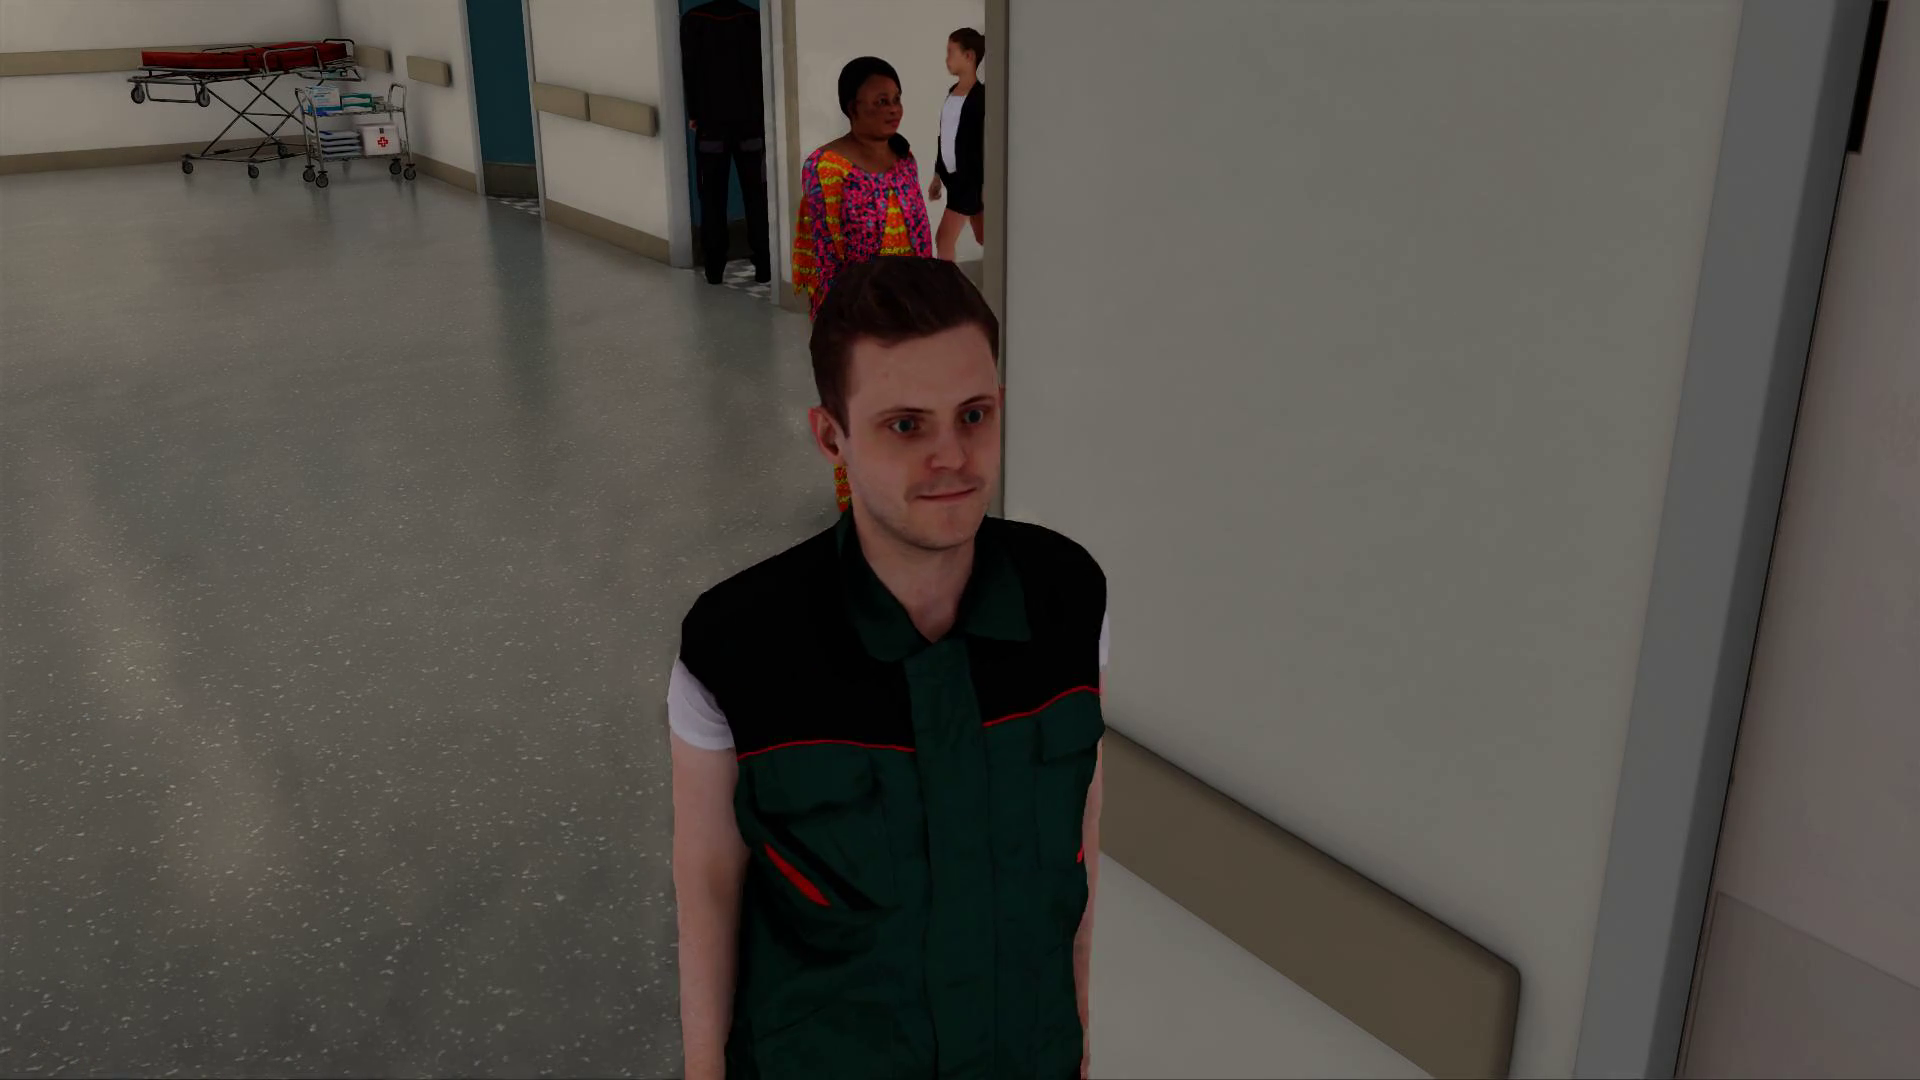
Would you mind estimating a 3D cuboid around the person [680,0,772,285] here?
[{"bbox_3d":[-1.370,-2.504,9.914,0.775,1.911,0.775,-1,21,-3],"label":"person"}]

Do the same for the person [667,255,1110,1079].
[{"bbox_3d":[-0.084,0.579,1.891,0.762,1.828,1.016,-9,23,-23],"label":"person"}]

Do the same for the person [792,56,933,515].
[{"bbox_3d":[-0.330,-0.879,5.915,0.726,1.689,0.691,-17,27,-38],"label":"person"}]
